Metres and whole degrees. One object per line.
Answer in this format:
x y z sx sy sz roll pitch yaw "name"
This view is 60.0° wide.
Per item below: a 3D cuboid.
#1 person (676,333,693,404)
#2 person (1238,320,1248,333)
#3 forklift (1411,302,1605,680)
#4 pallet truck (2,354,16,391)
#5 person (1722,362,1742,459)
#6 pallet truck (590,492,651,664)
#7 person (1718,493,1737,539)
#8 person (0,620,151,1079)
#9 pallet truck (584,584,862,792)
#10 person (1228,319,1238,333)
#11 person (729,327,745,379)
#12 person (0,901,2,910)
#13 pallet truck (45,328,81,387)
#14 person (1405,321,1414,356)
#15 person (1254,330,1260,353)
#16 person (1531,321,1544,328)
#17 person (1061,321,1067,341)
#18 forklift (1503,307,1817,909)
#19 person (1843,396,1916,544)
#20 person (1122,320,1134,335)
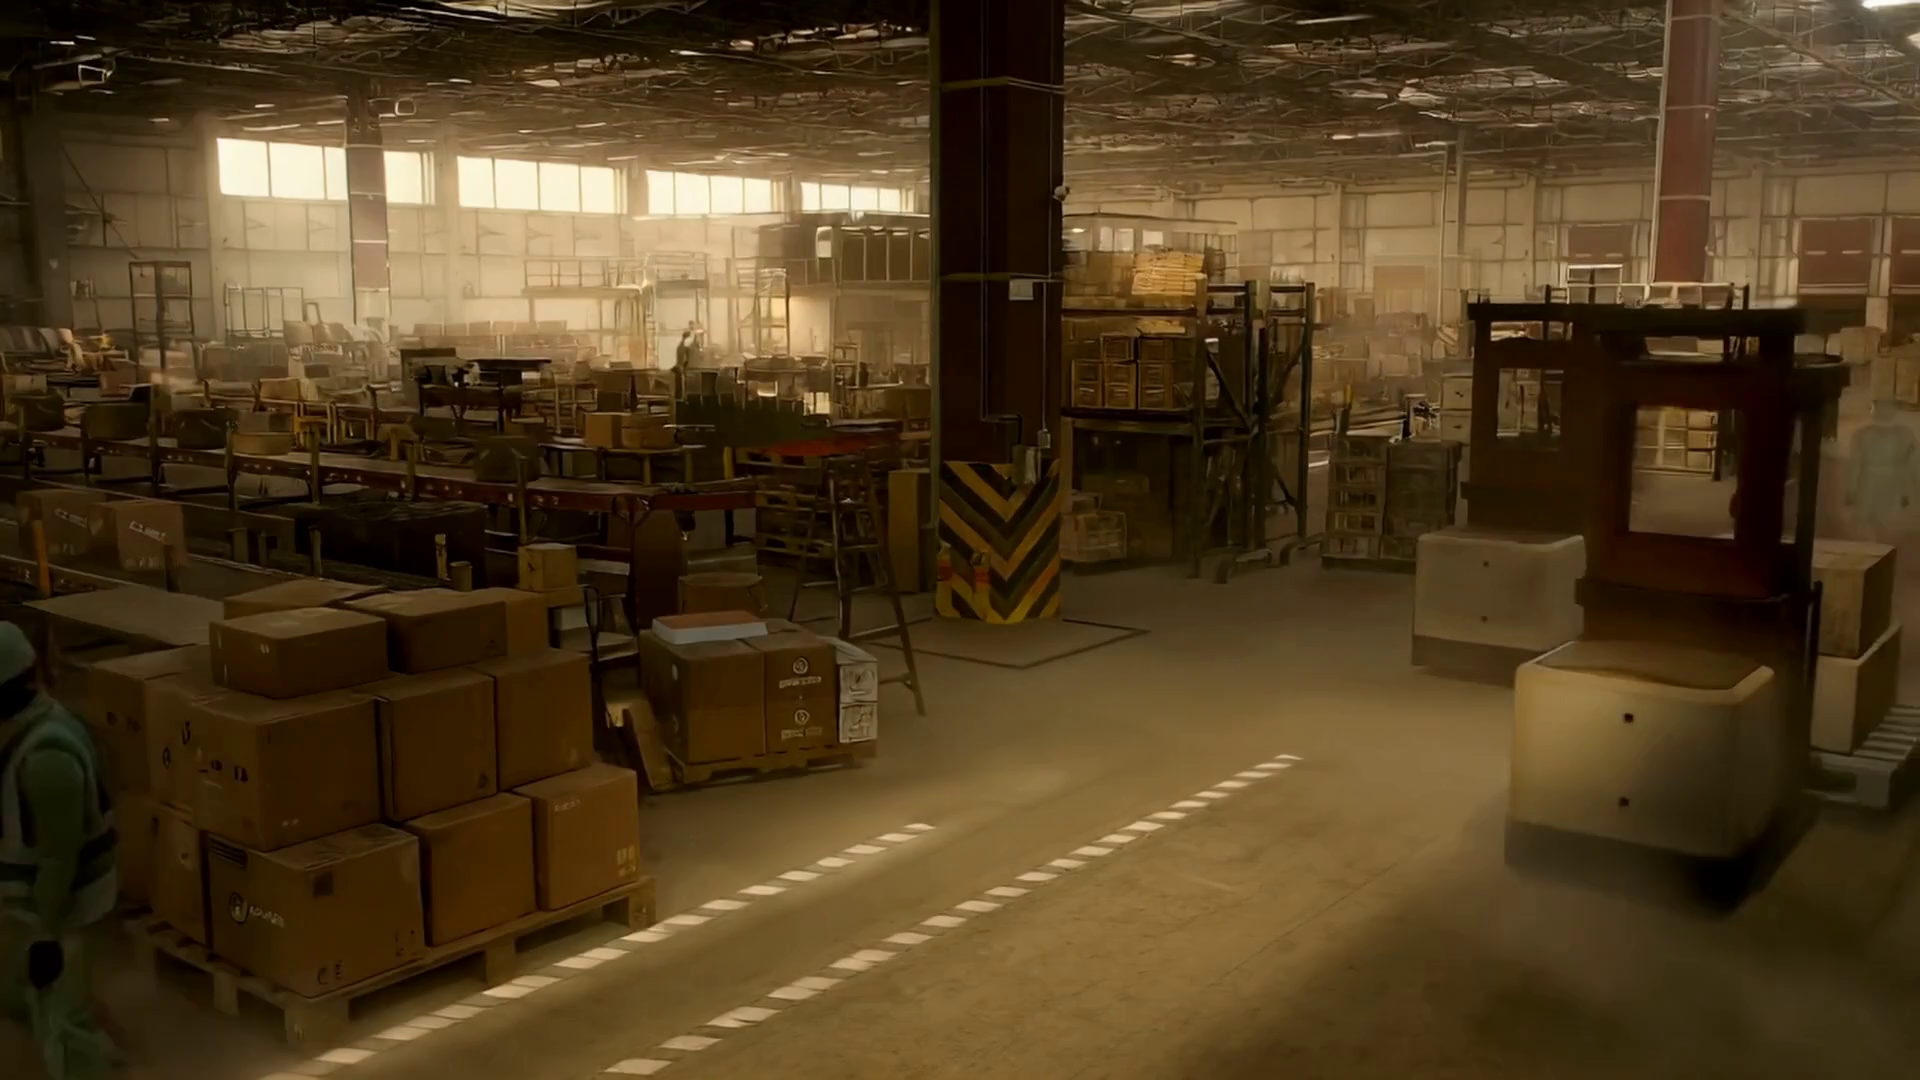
-7.263 -4.505 43.661 0.329 1.872 0.508 -5 10 -31 "person"
11.161 -7.705 65.124 0.638 1.902 0.895 2 9 15 "person"
4.379 -0.438 12.852 1.129 2.768 1.873 7 11 37 "forklift"
-24.881 -4.417 42.634 1.885 1.965 0.823 8 11 41 "pallet truck"
13.590 -2.272 29.182 0.318 1.699 0.535 -1 9 -10 "person"
-3.115 0.344 12.883 0.653 1.274 1.630 7 11 37 "pallet truck"
4.900 0.510 10.429 0.533 1.697 0.319 -4 9 -25 "person"
-2.971 1.162 5.343 0.477 1.902 0.683 -7 11 -38 "person"
-1.426 0.805 10.019 1.601 1.201 0.680 -4 9 -26 "pallet truck"
9.887 -7.002 60.097 1.055 1.997 0.627 0 8 0 "person"
-7.505 -6.300 56.109 0.533 1.767 0.324 1 8 4 "person"
-4.266 0.967 6.994 0.866 1.804 0.584 7 11 41 "person"
-23.775 -4.544 43.495 1.885 1.965 0.823 6 10 35 "pallet truck"
16.856 -7.293 62.489 0.532 1.859 0.563 -8 12 -44 "person"
8.217 -4.826 45.697 0.546 1.911 0.881 5 10 31 "person"
24.754 -8.566 71.187 0.626 1.822 0.679 0 8 1 "person"
3.625 -7.066 60.738 0.594 1.922 0.375 -2 9 -16 "person"
3.639 0.217 8.439 1.129 2.768 1.873 6 11 37 "forklift"
9.143 -0.492 16.564 0.658 1.887 0.742 0 8 3 "person"
5.622 -6.452 56.213 0.683 2.000 0.982 -7 11 -40 "person"
